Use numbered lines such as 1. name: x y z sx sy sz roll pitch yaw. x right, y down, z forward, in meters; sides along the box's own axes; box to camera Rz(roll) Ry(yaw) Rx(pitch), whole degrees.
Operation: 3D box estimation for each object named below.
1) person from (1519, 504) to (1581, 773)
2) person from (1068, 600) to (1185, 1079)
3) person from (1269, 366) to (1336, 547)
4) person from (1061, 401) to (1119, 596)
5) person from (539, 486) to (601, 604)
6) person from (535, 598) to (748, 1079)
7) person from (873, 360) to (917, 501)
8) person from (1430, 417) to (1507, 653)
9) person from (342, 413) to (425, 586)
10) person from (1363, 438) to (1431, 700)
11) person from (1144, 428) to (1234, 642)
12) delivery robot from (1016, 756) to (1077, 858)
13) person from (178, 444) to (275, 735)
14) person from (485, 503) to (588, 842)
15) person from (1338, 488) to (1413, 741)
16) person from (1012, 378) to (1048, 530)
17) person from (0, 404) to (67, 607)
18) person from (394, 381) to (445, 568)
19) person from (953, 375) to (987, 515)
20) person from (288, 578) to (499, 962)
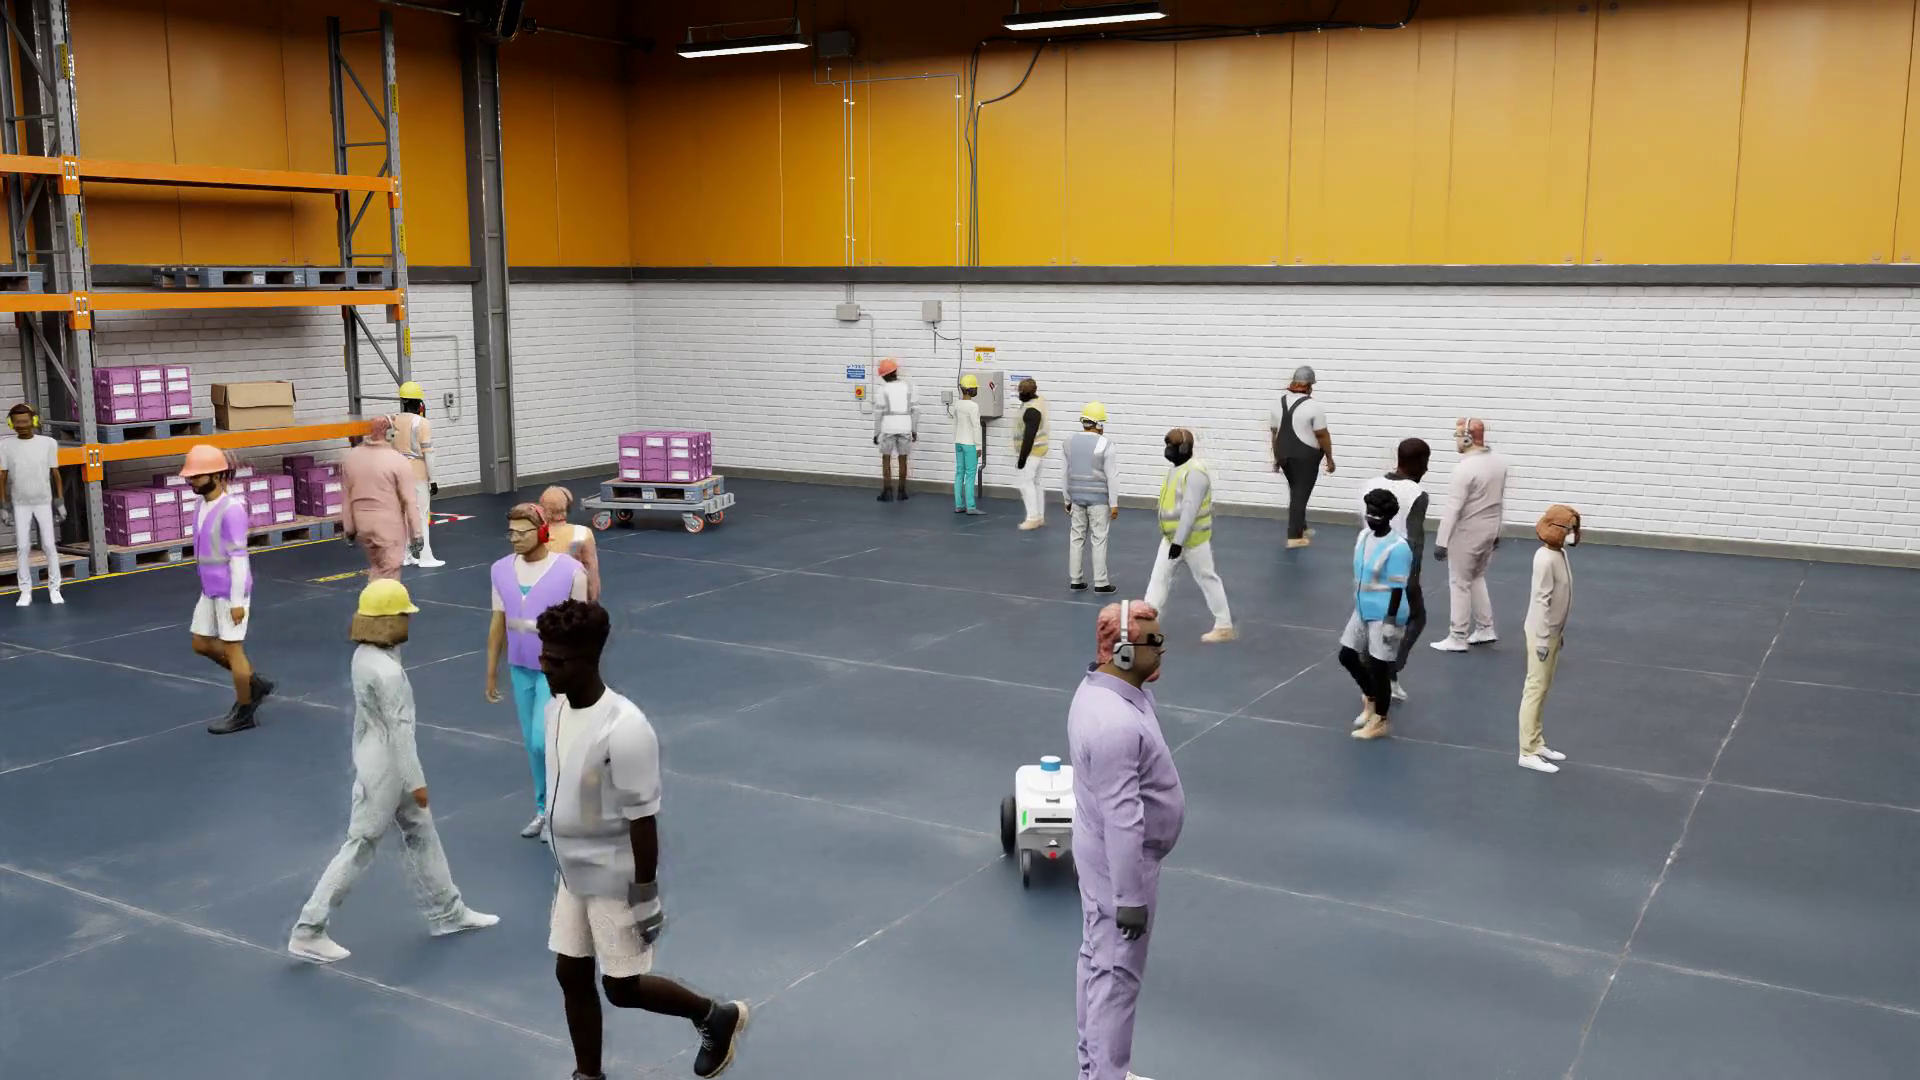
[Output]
1. person: 3.621 0.588 10.217 0.288 1.632 0.501 5 10 29
2. person: 0.585 1.149 5.868 0.407 1.908 0.641 0 9 -2
3. person: 3.905 -0.953 18.567 0.791 2.000 0.695 -6 11 -34
4. person: 1.245 -0.393 15.720 0.599 1.830 0.403 7 11 36
5. person: -2.675 0.450 11.100 0.524 1.621 0.613 1 9 6
6. person: -1.177 1.133 5.889 0.732 1.942 0.627 -8 12 -39
7. person: -0.854 -1.445 22.120 0.601 1.893 0.427 -3 10 -17
8. person: 4.060 -0.035 13.286 0.701 1.896 0.424 -8 12 -41
9. person: -4.722 -0.097 13.677 0.679 1.890 0.431 4 10 21
10. person: 3.061 0.214 11.739 0.493 1.889 0.629 -6 11 -32
11. person: 1.815 -0.020 13.587 1.008 1.785 0.620 -3 10 -17
12. delivery robot: 0.462 1.352 8.516 0.477 0.478 0.707 0 9 0
13. person: -4.843 0.322 10.938 0.588 1.928 0.499 8 12 41
14. person: -2.264 0.709 8.857 0.590 1.824 0.528 4 10 23
15. person: 2.677 0.486 10.715 0.373 1.669 0.571 -3 10 -19
16. person: 0.831 -1.030 19.790 0.433 1.811 0.706 0 9 3
17. person: -8.476 -0.321 15.201 0.538 1.860 0.327 -4 10 -26
18. person: -5.627 -0.667 17.138 0.587 1.927 0.368 4 10 24
19. person: 0.111 -1.193 20.923 0.311 1.768 0.522 -6 11 -34
20. person: -2.575 1.012 7.392 0.915 1.701 0.496 -4 10 -26
